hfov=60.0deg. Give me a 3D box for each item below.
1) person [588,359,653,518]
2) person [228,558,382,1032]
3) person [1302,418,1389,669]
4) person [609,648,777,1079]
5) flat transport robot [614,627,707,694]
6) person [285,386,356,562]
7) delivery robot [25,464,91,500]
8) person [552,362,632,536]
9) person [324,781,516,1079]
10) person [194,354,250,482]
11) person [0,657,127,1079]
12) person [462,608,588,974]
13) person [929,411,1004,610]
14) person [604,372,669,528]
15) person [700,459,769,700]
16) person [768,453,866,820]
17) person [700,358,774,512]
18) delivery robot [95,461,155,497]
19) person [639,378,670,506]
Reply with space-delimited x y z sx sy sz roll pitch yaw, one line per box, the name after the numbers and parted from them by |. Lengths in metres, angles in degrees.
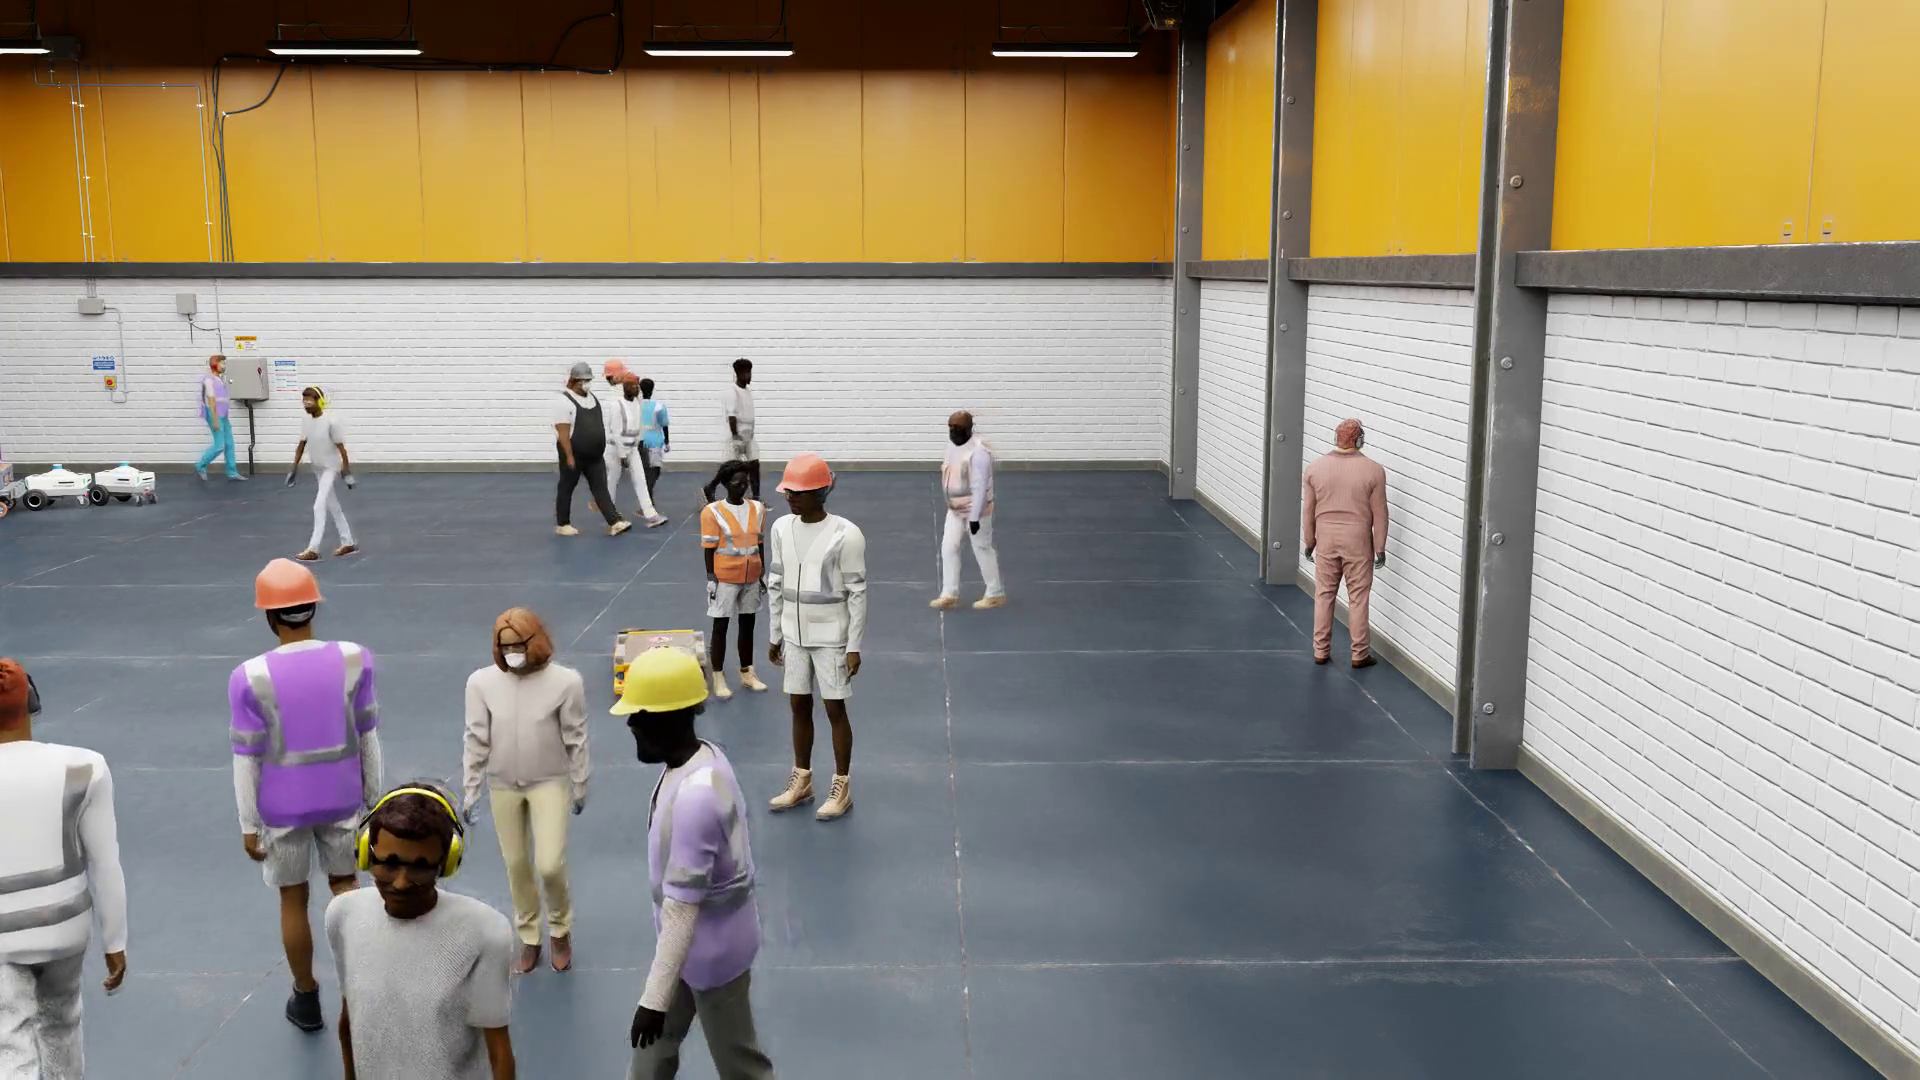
-4.160 -1.234 20.302 0.996 1.929 0.677 5 11 29 | person
-2.529 1.027 6.500 0.562 1.918 0.554 -6 11 -34 | person
2.947 0.022 12.704 0.652 1.906 0.402 5 10 28 | person
-0.909 1.268 5.104 0.913 1.883 0.611 -3 10 -16 | person
-2.235 0.881 12.433 0.652 0.197 1.431 -2 9 -10 | flat transport robot
-6.682 -0.680 17.290 0.498 1.816 0.956 6 11 33 | person
-11.418 -0.716 21.074 0.707 0.478 0.477 -2 9 -15 | delivery robot
-4.217 -1.034 18.763 1.030 2.000 0.696 6 11 32 | person
-1.340 1.481 4.018 0.544 1.817 0.961 2 9 9 | person
-10.521 -1.714 23.586 0.643 1.826 0.609 -1 9 -3 | person
-2.939 1.279 5.251 0.567 1.844 0.997 -7 11 -36 | person
-1.855 1.082 7.117 0.497 1.612 0.405 0 9 -1 | person
0.055 -0.248 14.679 0.804 1.797 0.645 -6 11 -34 | person
-3.839 -1.031 19.376 0.931 1.828 0.572 5 11 29 | person
-1.591 0.271 11.814 0.535 1.697 0.318 -8 12 -41 | person
-0.812 0.531 9.168 0.611 2.040 0.392 5 11 30 | person
-2.802 -1.314 20.818 0.889 1.941 0.597 4 10 25 | person
-10.739 -0.768 21.391 0.707 0.478 0.477 2 9 15 | delivery robot
-3.946 -1.200 20.899 0.526 1.672 0.744 2 9 11 | person
